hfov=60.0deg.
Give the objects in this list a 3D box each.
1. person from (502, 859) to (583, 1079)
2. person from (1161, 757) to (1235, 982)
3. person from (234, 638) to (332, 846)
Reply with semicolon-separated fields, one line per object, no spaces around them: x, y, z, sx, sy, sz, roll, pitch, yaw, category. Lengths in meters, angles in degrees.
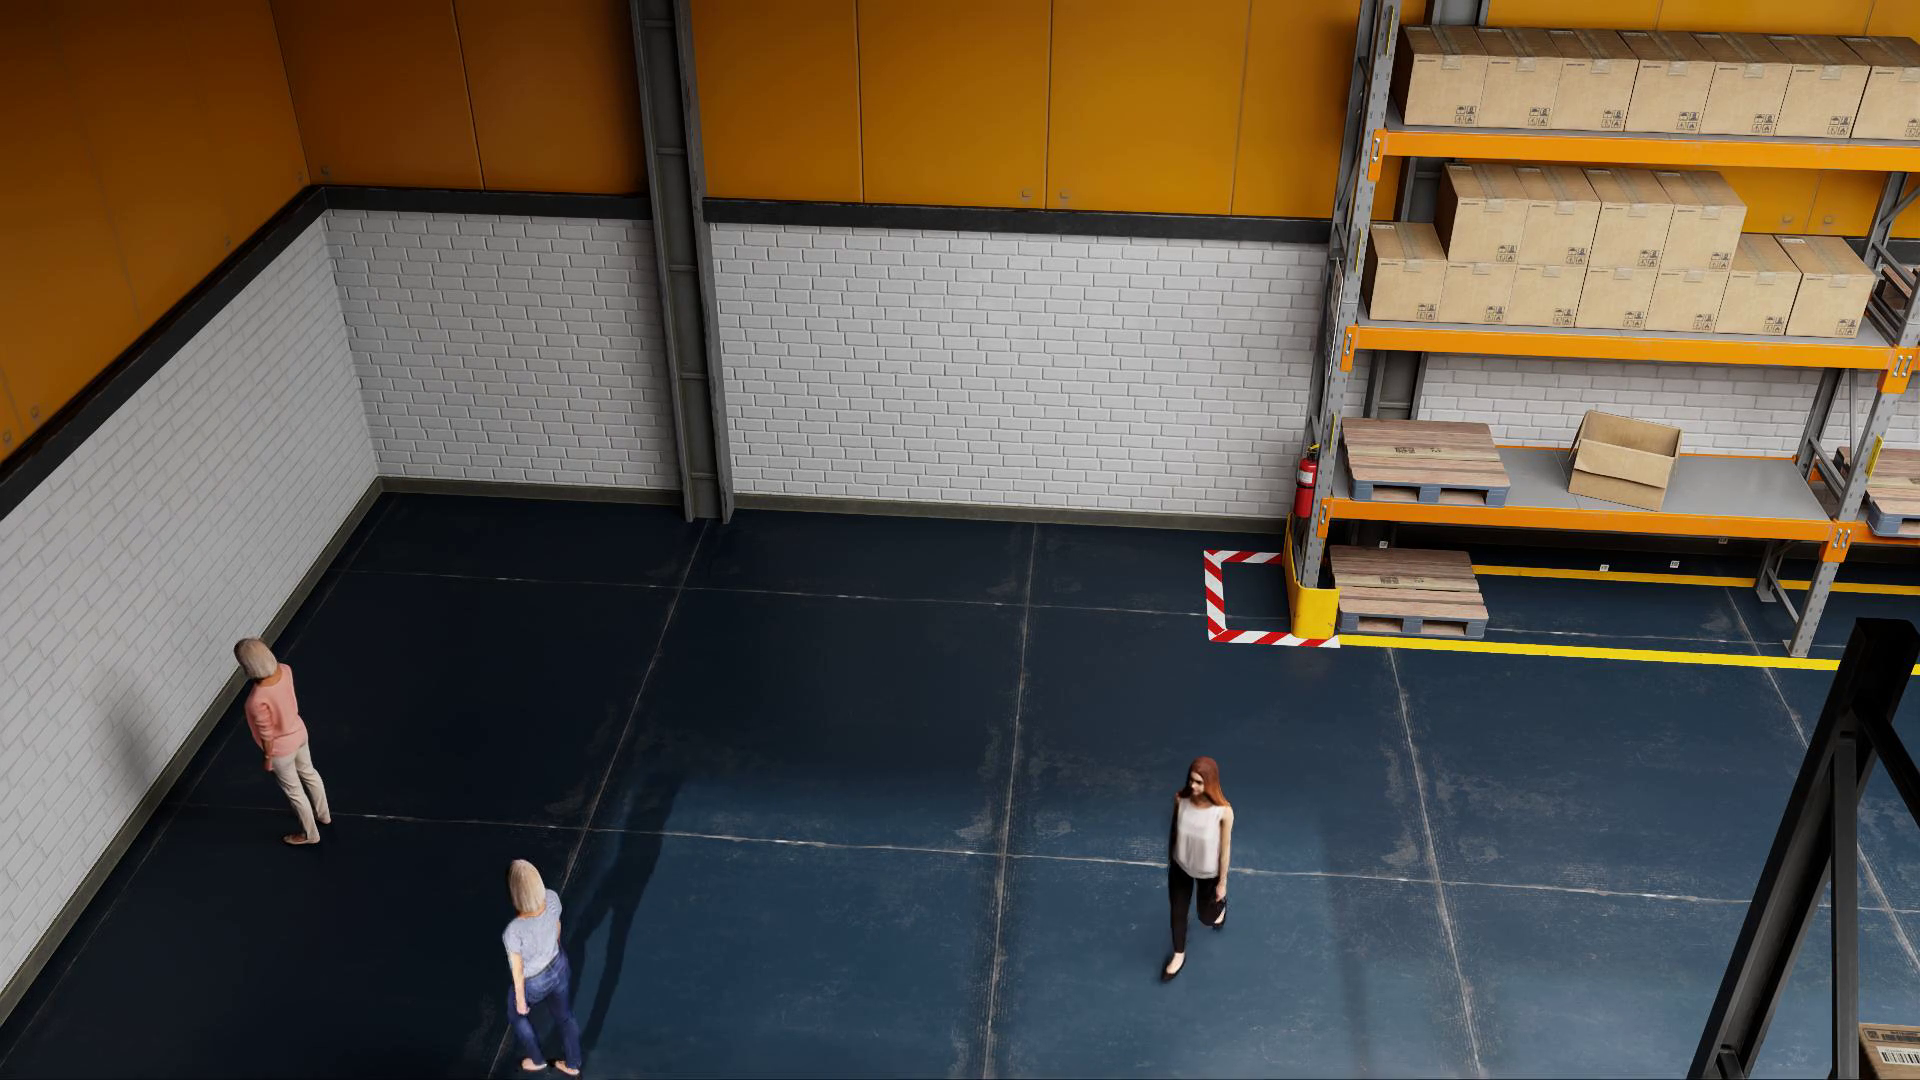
-2.360;2.550;9.612;0.785;1.711;0.749;20;38;27;person
1.531;2.008;10.429;0.929;1.710;0.887;20;38;27;person
-4.629;1.363;11.386;0.532;1.724;0.612;5;34;8;person
